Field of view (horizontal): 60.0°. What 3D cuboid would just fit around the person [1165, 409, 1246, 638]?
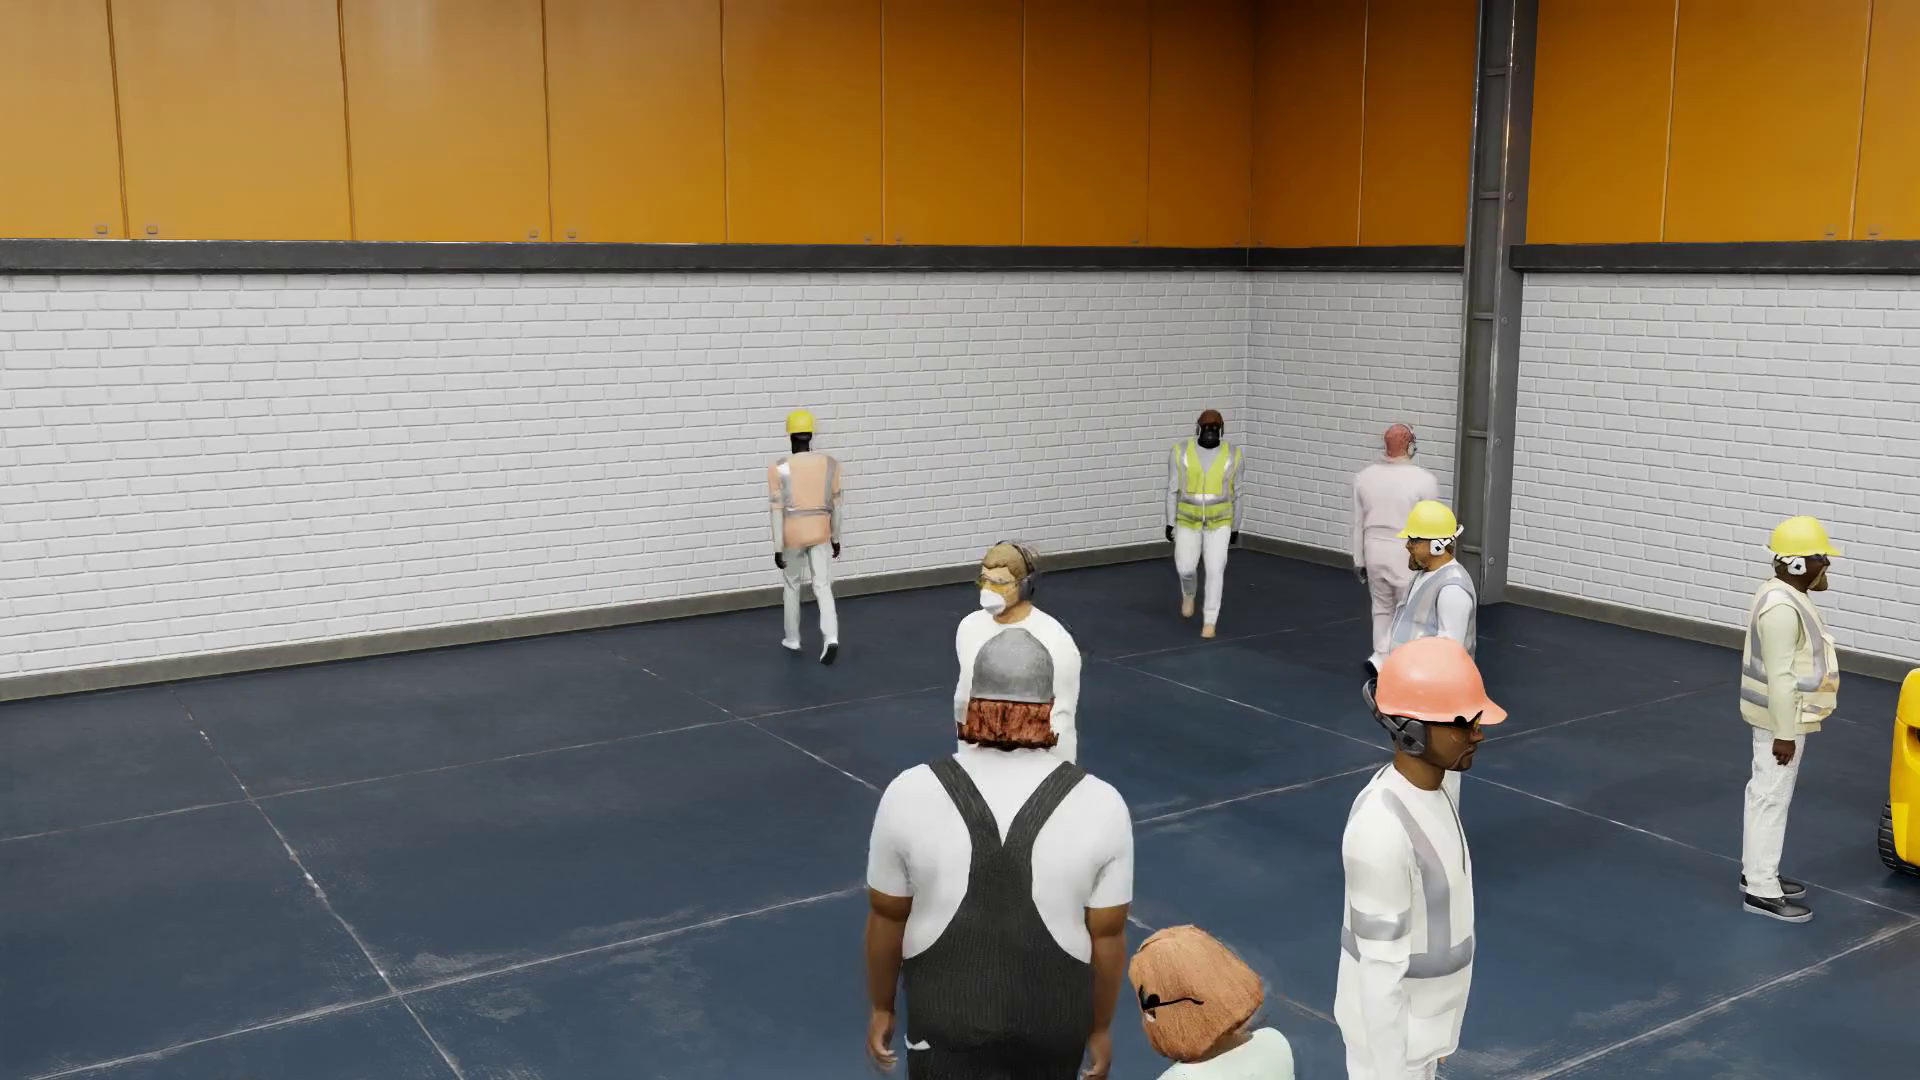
[{"bbox_3d":[1.968,-0.152,13.364,0.633,1.827,0.583,2,10,11],"label":"person"}]

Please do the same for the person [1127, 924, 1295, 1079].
[{"bbox_3d":[0.527,1.583,3.621,0.564,1.580,0.844,-7,12,-36],"label":"person"}]

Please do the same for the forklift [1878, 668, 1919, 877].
[{"bbox_3d":[5.511,0.571,7.906,2.313,2.155,1.214,-6,11,-33],"label":"forklift"}]

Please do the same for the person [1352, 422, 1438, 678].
[{"bbox_3d":[2.948,0.146,11.359,0.590,1.892,0.658,-8,13,-41],"label":"person"}]

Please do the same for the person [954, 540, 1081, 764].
[{"bbox_3d":[0.252,0.931,6.584,0.778,1.918,0.633,-9,13,-42],"label":"person"}]

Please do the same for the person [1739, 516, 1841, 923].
[{"bbox_3d":[3.782,0.799,7.610,0.403,1.837,0.588,4,10,24],"label":"person"}]

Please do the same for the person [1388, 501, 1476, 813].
[{"bbox_3d":[2.304,0.713,8.167,0.403,1.826,0.591,0,9,2],"label":"person"}]

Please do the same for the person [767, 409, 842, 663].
[{"bbox_3d":[-1.145,-0.035,12.486,0.594,1.896,0.934,-4,10,-22],"label":"person"}]

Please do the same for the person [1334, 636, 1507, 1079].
[{"bbox_3d":[1.163,1.248,4.275,0.378,2.045,0.605,4,10,24],"label":"person"}]
